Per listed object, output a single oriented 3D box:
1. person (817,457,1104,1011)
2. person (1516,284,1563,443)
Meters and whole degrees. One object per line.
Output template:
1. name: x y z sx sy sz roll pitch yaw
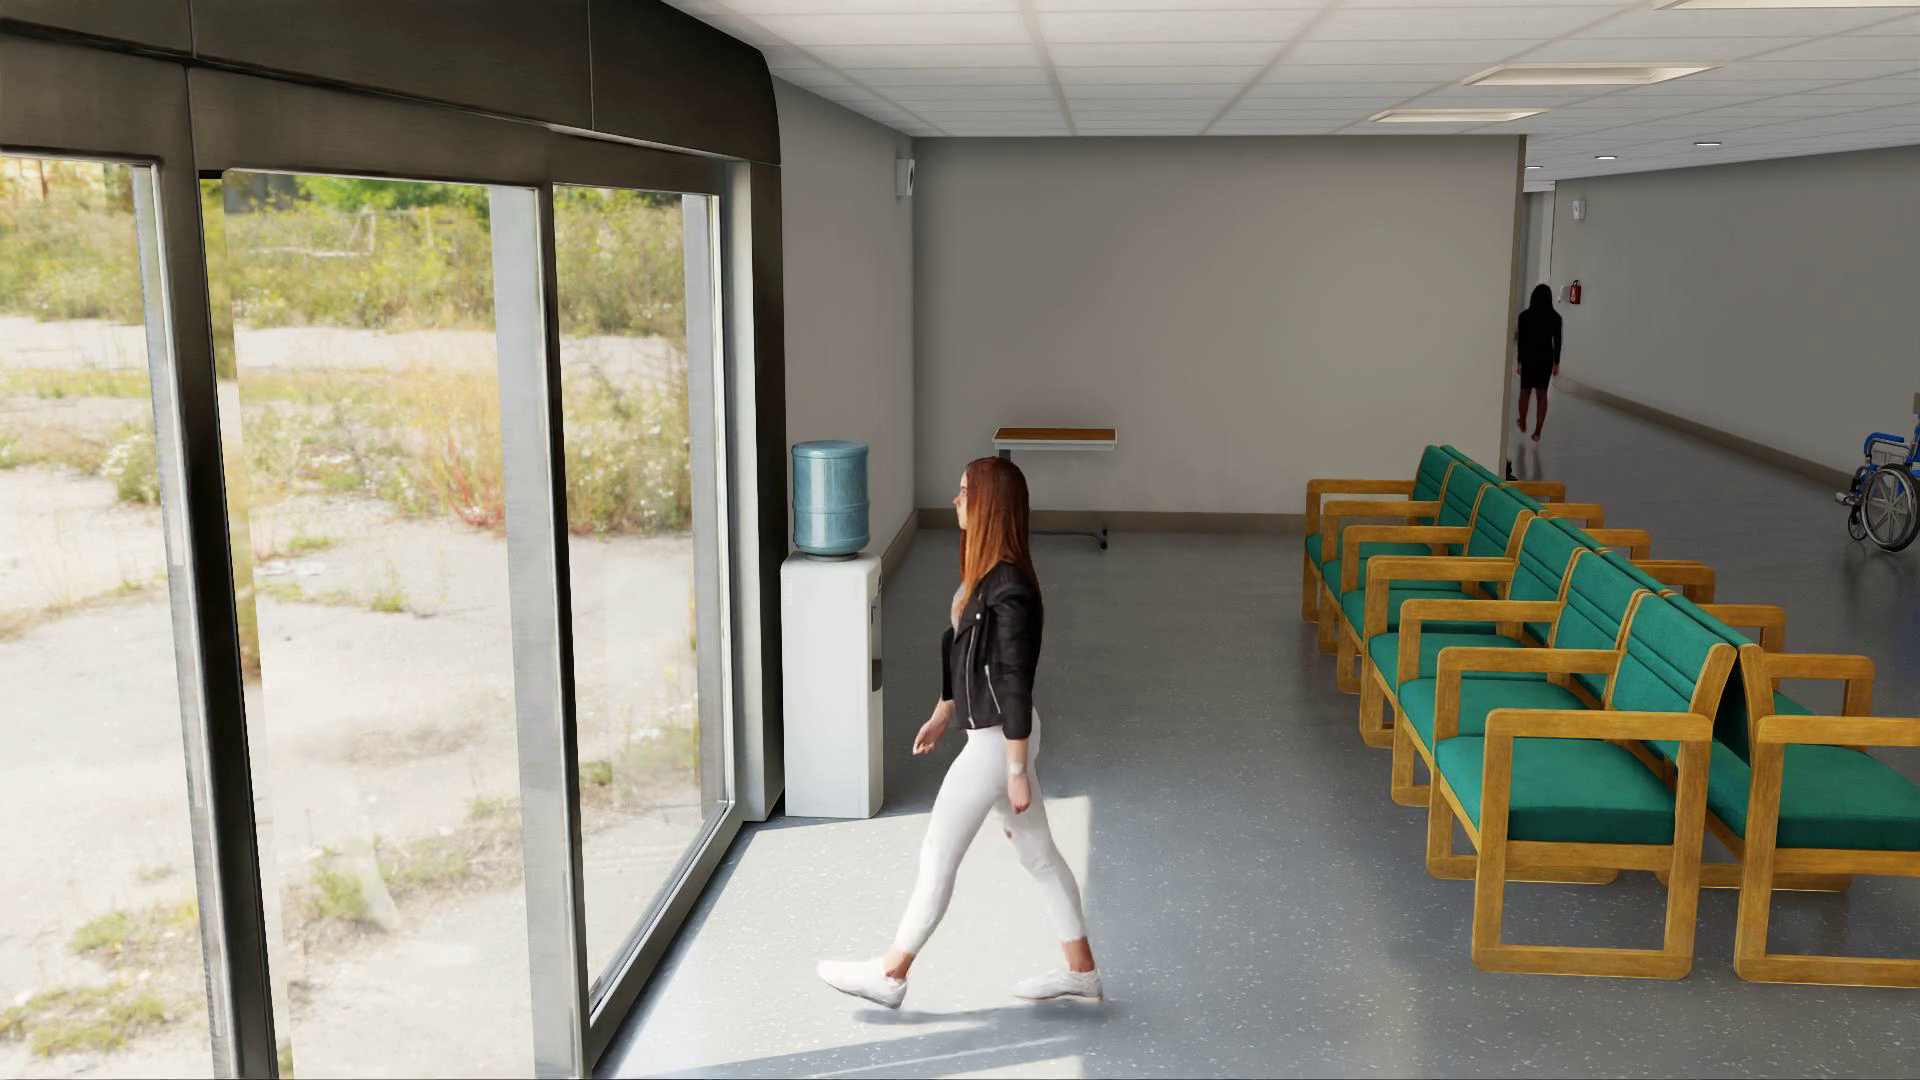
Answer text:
1. person: 0.187 0.615 4.871 1.069 1.657 0.609 1 11 3
2. person: 6.218 -1.860 17.879 1.161 1.671 0.789 2 11 11
